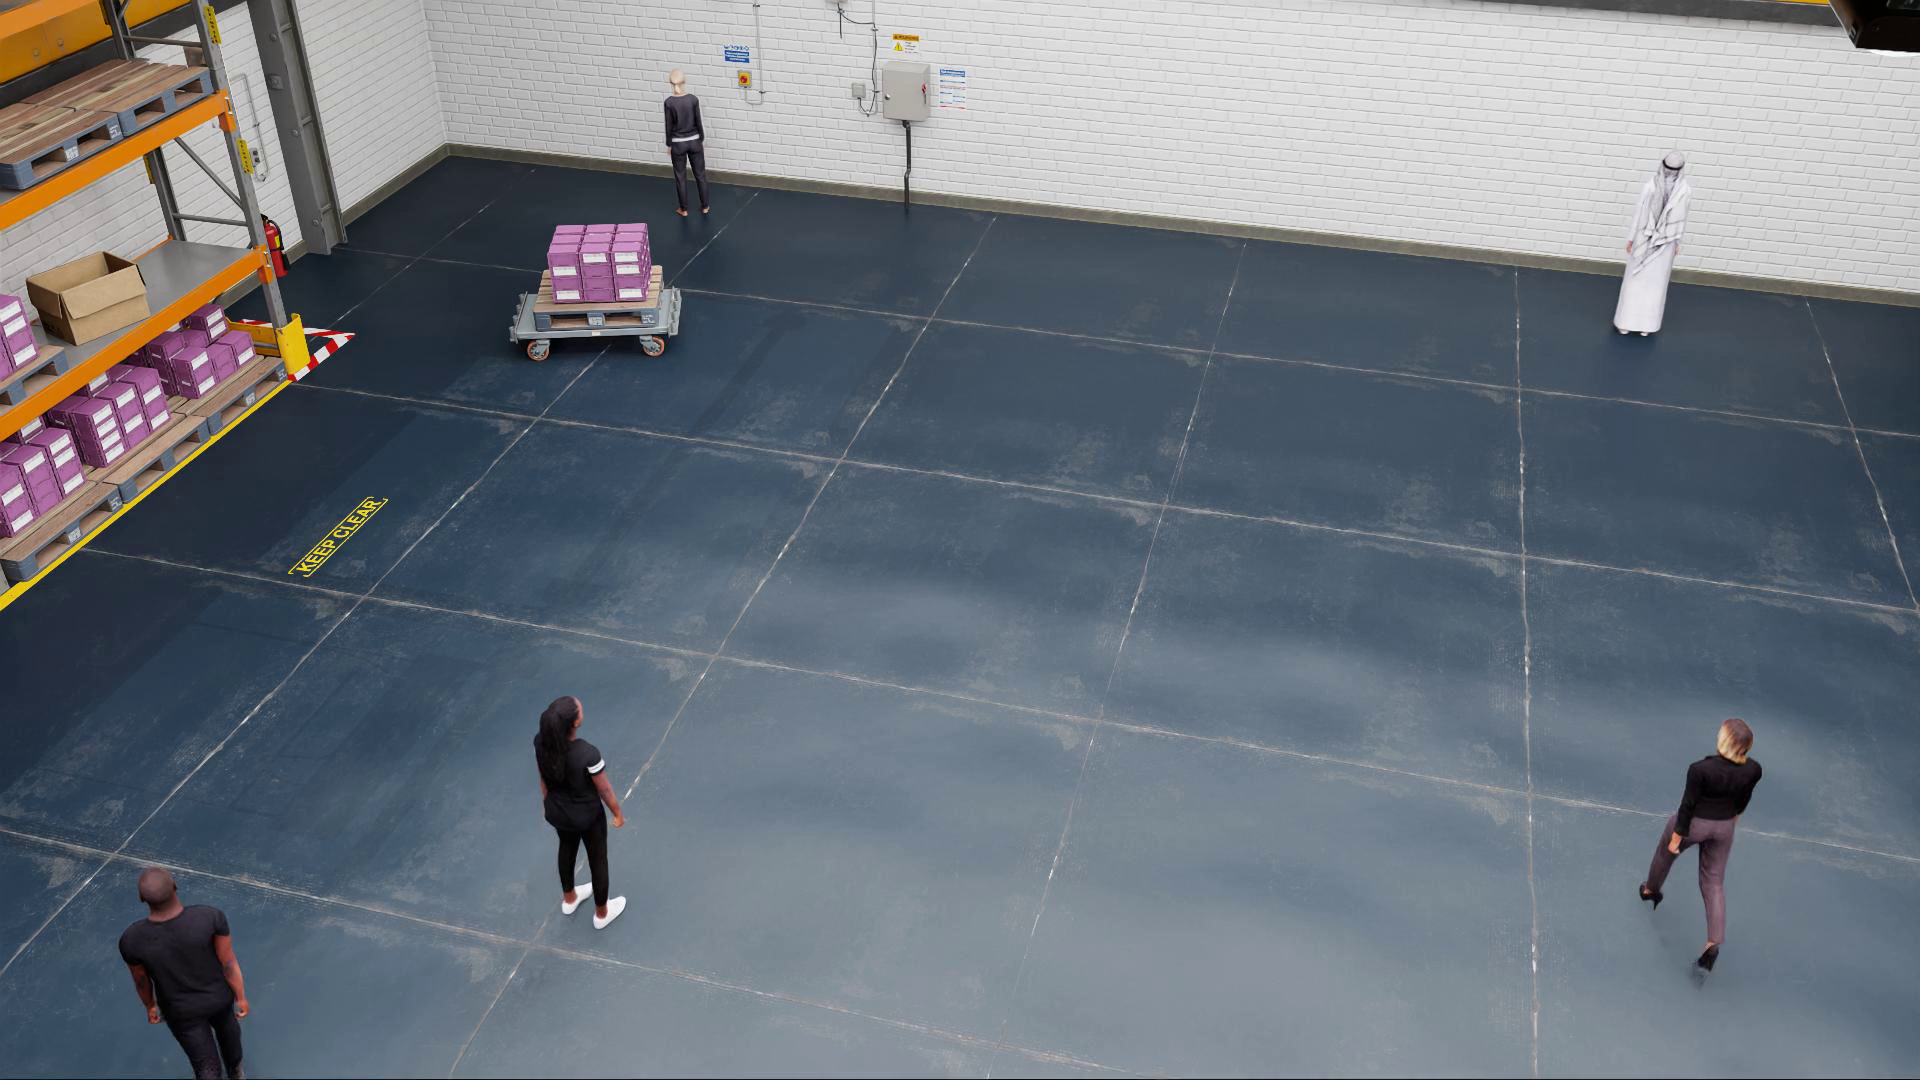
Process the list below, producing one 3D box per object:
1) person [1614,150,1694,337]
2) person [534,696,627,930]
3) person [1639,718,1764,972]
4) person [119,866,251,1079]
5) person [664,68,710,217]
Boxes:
[{"bbox_3d":[6.971,-2.976,16.699,0.668,1.925,0.597,8,34,12],"label":"person"},{"bbox_3d":[-2.289,1.643,9.929,0.655,1.726,0.628,12,35,17],"label":"person"},{"bbox_3d":[4.416,1.801,9.775,0.825,1.634,1.109,-2,34,-3],"label":"person"},{"bbox_3d":[-3.936,2.476,8.630,1.193,1.777,1.297,-16,37,-22],"label":"person"},{"bbox_3d":[-3.194,-4.637,19.377,0.684,1.726,0.699,-10,35,-14],"label":"person"}]
